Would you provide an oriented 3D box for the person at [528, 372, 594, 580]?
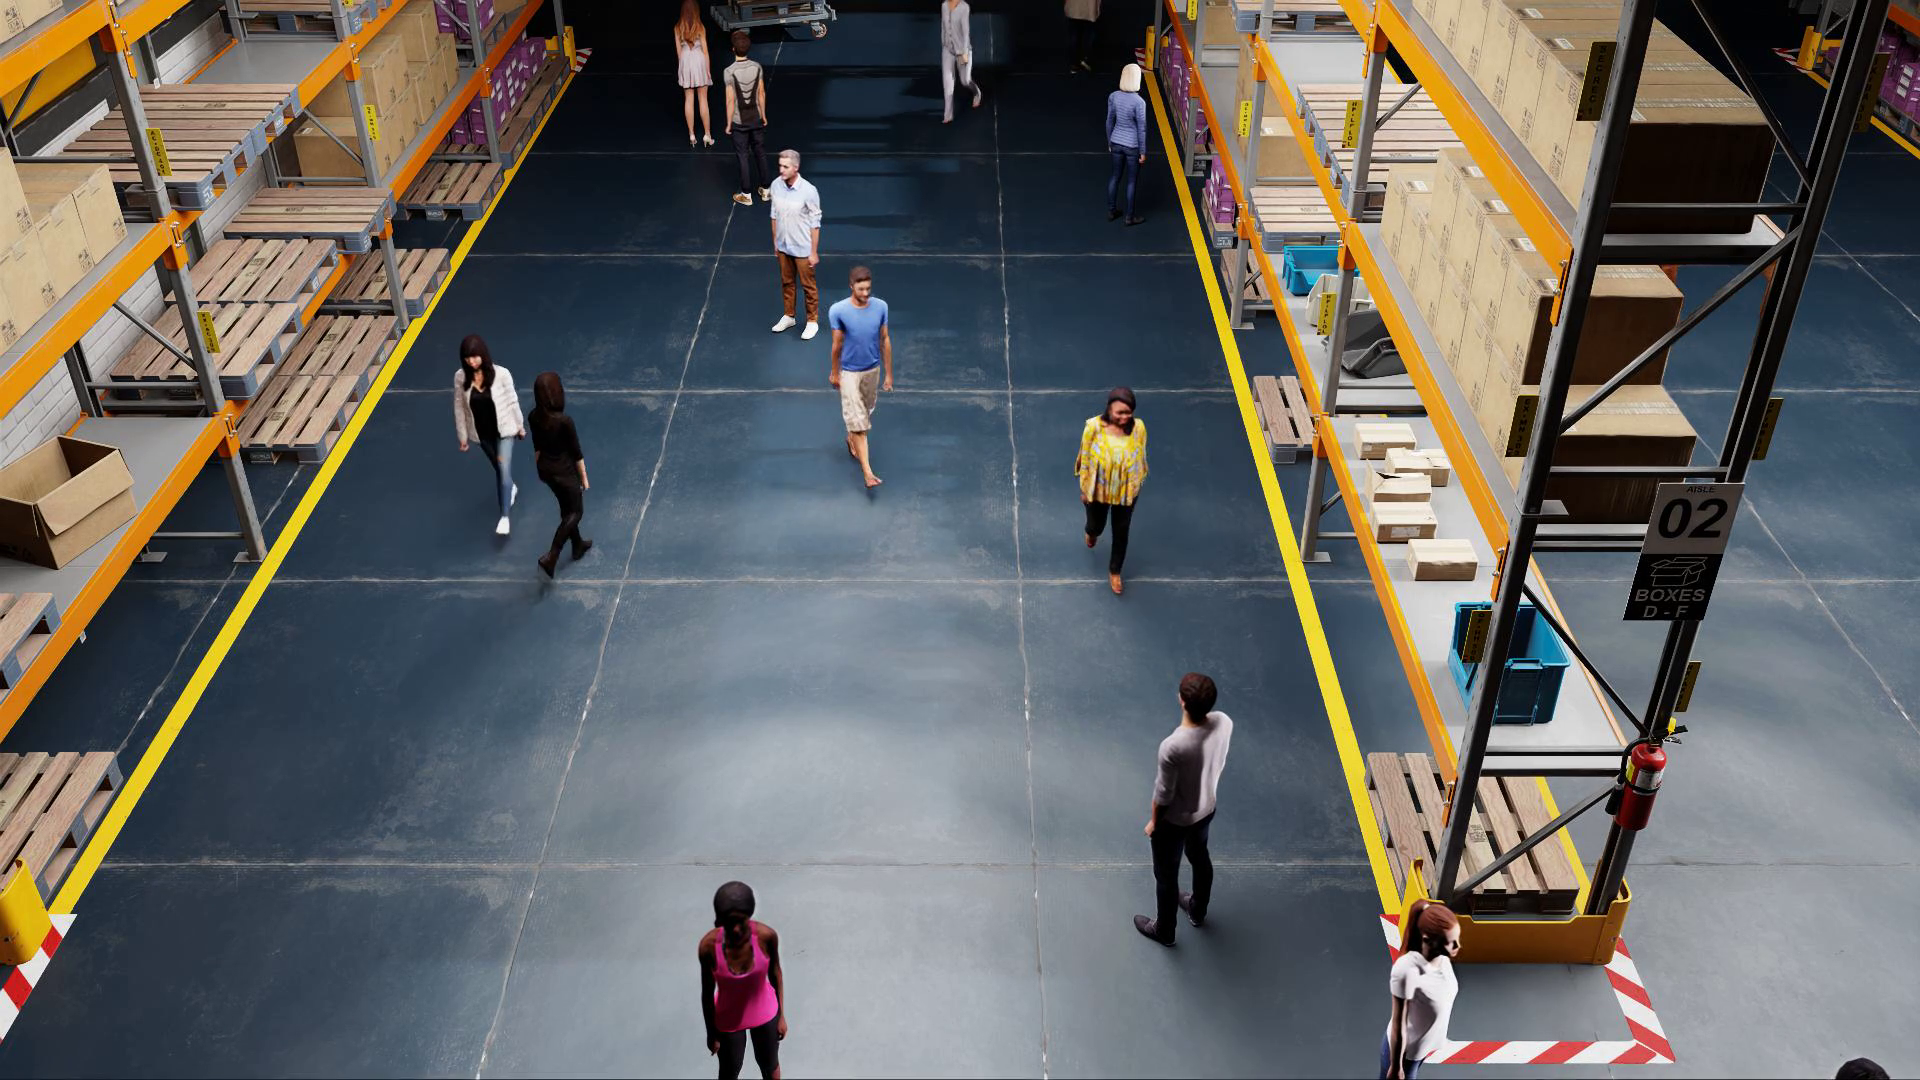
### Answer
[{"bbox_3d":[-2.987,-0.455,12.263,0.818,1.624,1.031,13,36,19],"label":"person"}]

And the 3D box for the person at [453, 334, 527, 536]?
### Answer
[{"bbox_3d":[-3.634,-0.892,12.954,0.629,1.588,1.038,0,34,-1],"label":"person"}]

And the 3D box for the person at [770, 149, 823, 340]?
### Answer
[{"bbox_3d":[-1.537,-2.794,15.599,0.769,1.827,0.761,17,37,24],"label":"person"}]

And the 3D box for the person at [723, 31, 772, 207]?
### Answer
[{"bbox_3d":[-2.351,-4.640,18.316,0.729,1.894,0.729,-19,38,-26],"label":"person"}]

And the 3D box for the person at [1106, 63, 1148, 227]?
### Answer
[{"bbox_3d":[1.789,-4.253,17.870,0.718,1.743,0.762,26,42,34],"label":"person"}]

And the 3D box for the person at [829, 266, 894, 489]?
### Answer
[{"bbox_3d":[-0.846,-1.411,13.528,0.989,1.817,1.324,-13,36,-19],"label":"person"}]

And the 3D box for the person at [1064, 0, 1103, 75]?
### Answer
[{"bbox_3d":[1.606,-7.104,22.032,0.793,1.884,0.815,9,35,13],"label":"person"}]

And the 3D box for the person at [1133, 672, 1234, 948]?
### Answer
[{"bbox_3d":[1.246,1.475,9.162,0.736,1.844,0.763,-23,40,-31],"label":"person"}]

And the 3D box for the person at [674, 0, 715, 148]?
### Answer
[{"bbox_3d":[-3.175,-5.576,19.838,0.586,1.768,0.603,4,34,6],"label":"person"}]

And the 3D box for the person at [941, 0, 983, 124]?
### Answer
[{"bbox_3d":[0.013,-6.091,20.632,0.928,1.747,1.119,18,38,25],"label":"person"}]

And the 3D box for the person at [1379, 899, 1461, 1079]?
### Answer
[{"bbox_3d":[2.119,2.373,7.906,0.717,1.739,0.630,21,39,29],"label":"person"}]

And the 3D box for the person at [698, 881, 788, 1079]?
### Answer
[{"bbox_3d":[-1.039,2.294,8.039,0.611,1.724,0.627,-9,35,-13],"label":"person"}]

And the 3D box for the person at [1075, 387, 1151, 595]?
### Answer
[{"bbox_3d":[1.090,-0.414,12.188,0.737,1.640,0.913,-3,34,-5],"label":"person"}]
